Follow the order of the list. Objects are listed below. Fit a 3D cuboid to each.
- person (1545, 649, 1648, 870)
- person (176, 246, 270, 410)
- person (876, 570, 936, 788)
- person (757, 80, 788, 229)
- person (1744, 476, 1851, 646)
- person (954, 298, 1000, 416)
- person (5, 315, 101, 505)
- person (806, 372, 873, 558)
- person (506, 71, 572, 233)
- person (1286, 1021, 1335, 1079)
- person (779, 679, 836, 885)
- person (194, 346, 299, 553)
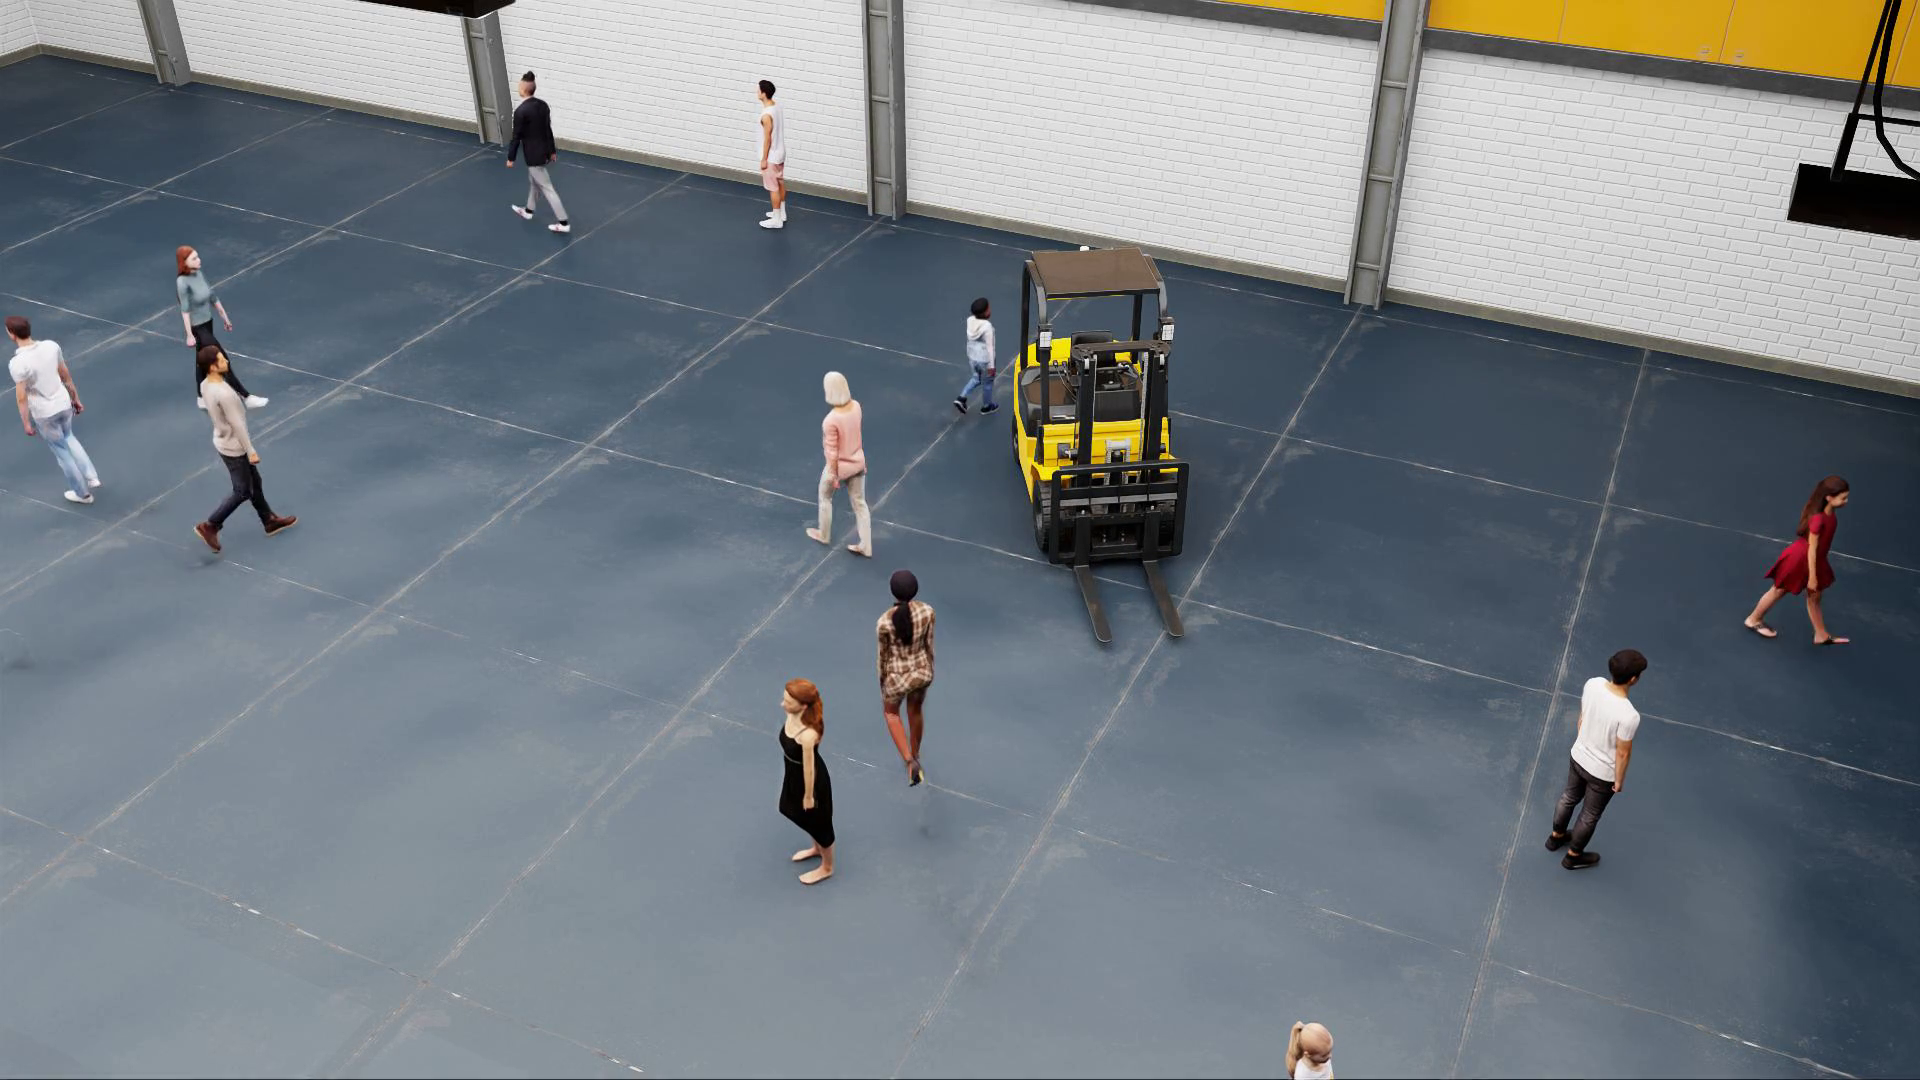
[{"bbox_3d":[4.178,1.427,10.920,0.740,1.717,0.681,-11,35,-16],"label":"person"},{"bbox_3d":[-7.420,-2.031,16.123,1.070,1.717,0.849,2,34,3],"label":"person"},{"bbox_3d":[-0.338,1.008,11.492,0.813,1.782,0.871,-10,35,-15],"label":"person"},{"bbox_3d":[-2.248,-4.644,19.988,0.640,1.789,0.682,7,34,11],"label":"person"},{"bbox_3d":[6.531,0.141,13.034,1.039,1.520,0.726,24,41,32],"label":"person"},{"bbox_3d":[0.170,-1.754,16.130,0.709,1.248,0.729,-24,41,-32],"label":"person"},{"bbox_3d":[-7.920,-1.120,14.640,0.634,1.842,0.688,13,36,19],"label":"person"},{"bbox_3d":[-0.906,-0.596,13.980,0.957,1.701,0.754,27,42,34],"label":"person"},{"bbox_3d":[-4.943,-4.565,19.768,1.145,1.904,0.741,12,36,18],"label":"person"},{"bbox_3d":[1.836,3.041,8.888,0.513,1.279,0.506,18,38,25],"label":"person"},{"bbox_3d":[-0.977,1.553,10.818,0.726,1.621,0.663,-13,36,-18],"label":"person"},{"bbox_3d":[-6.222,-0.746,14.070,1.045,1.850,1.133,-24,41,-32],"label":"person"}]
